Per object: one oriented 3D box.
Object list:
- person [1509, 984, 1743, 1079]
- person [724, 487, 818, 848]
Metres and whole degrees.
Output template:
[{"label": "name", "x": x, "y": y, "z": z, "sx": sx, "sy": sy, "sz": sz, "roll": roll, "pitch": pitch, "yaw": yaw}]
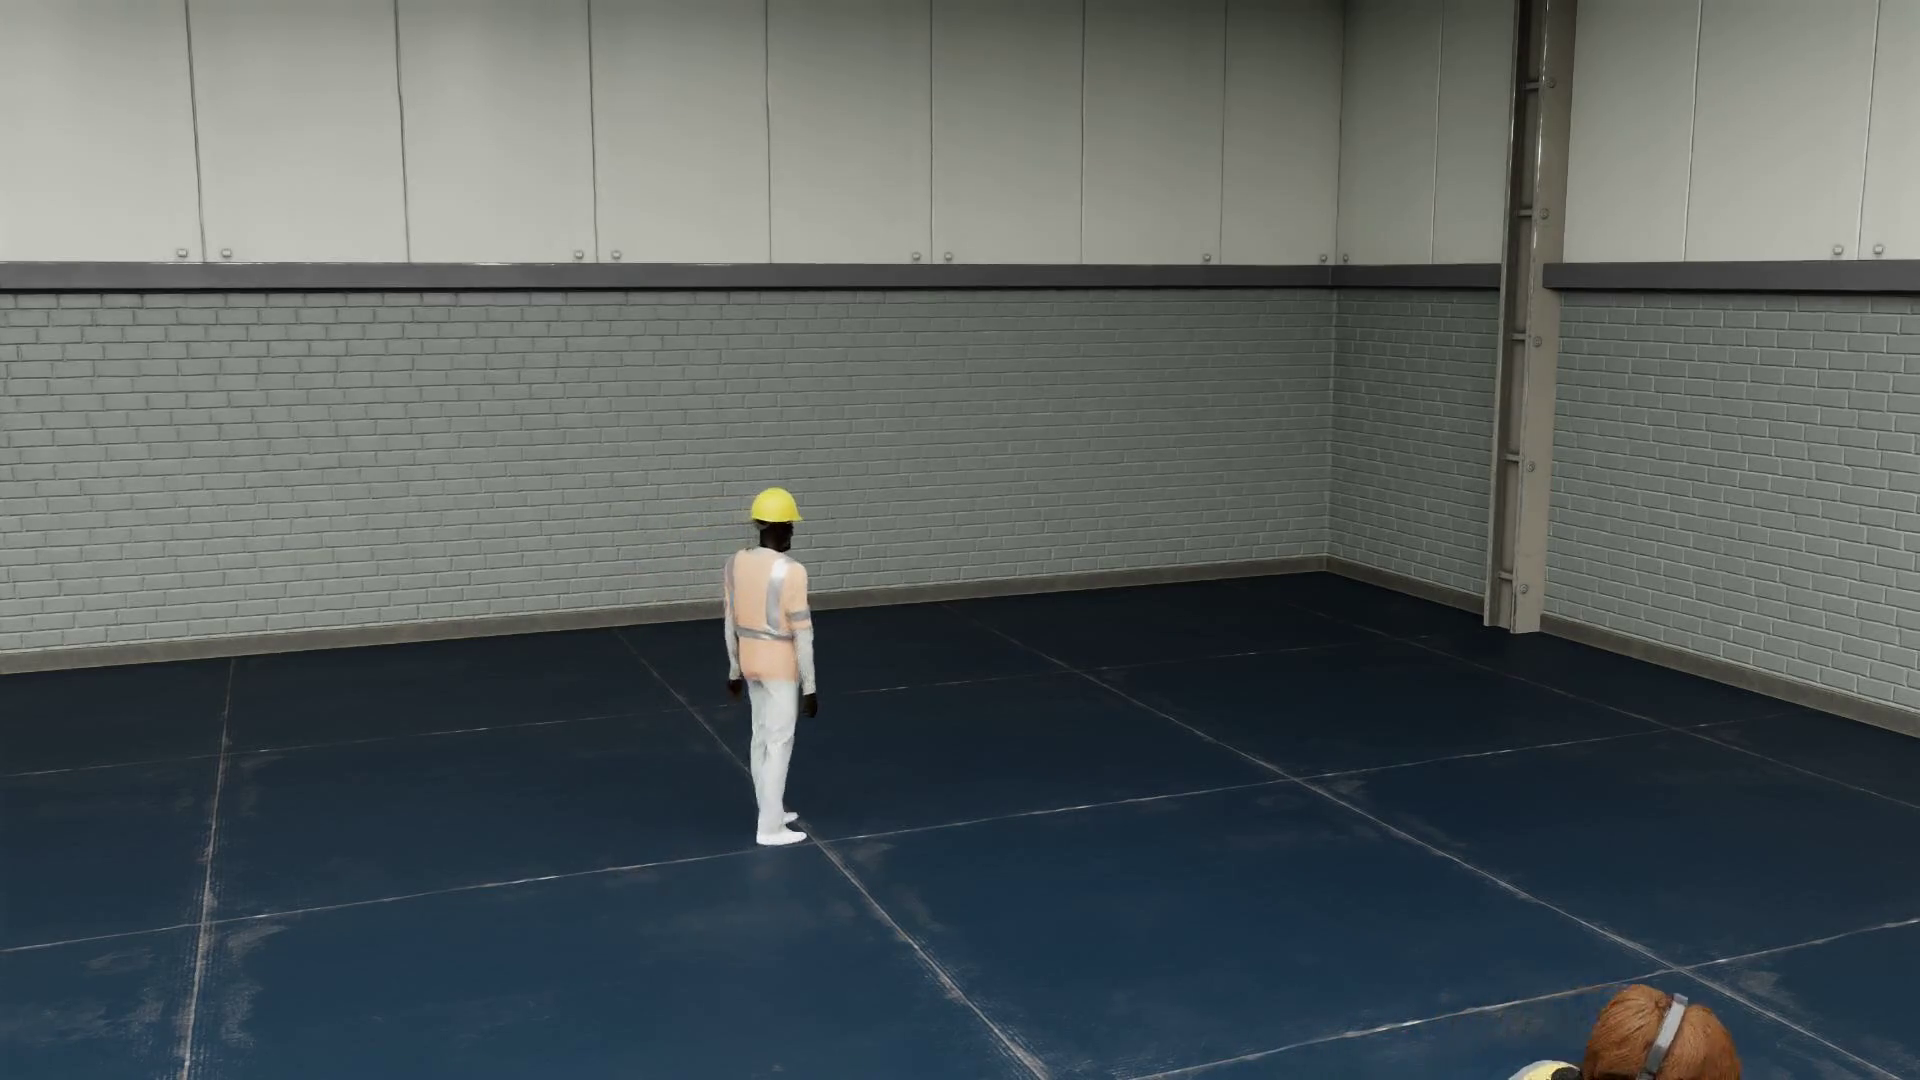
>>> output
[{"label": "person", "x": 1.067, "y": 1.659, "z": 3.063, "sx": 0.683, "sy": 1.805, "sz": 0.654, "roll": 0, "pitch": 9, "yaw": -1}, {"label": "person", "x": -0.999, "y": 0.666, "z": 8.935, "sx": 0.608, "sy": 1.927, "sz": 0.398, "roll": 8, "pitch": 12, "yaw": 41}]
